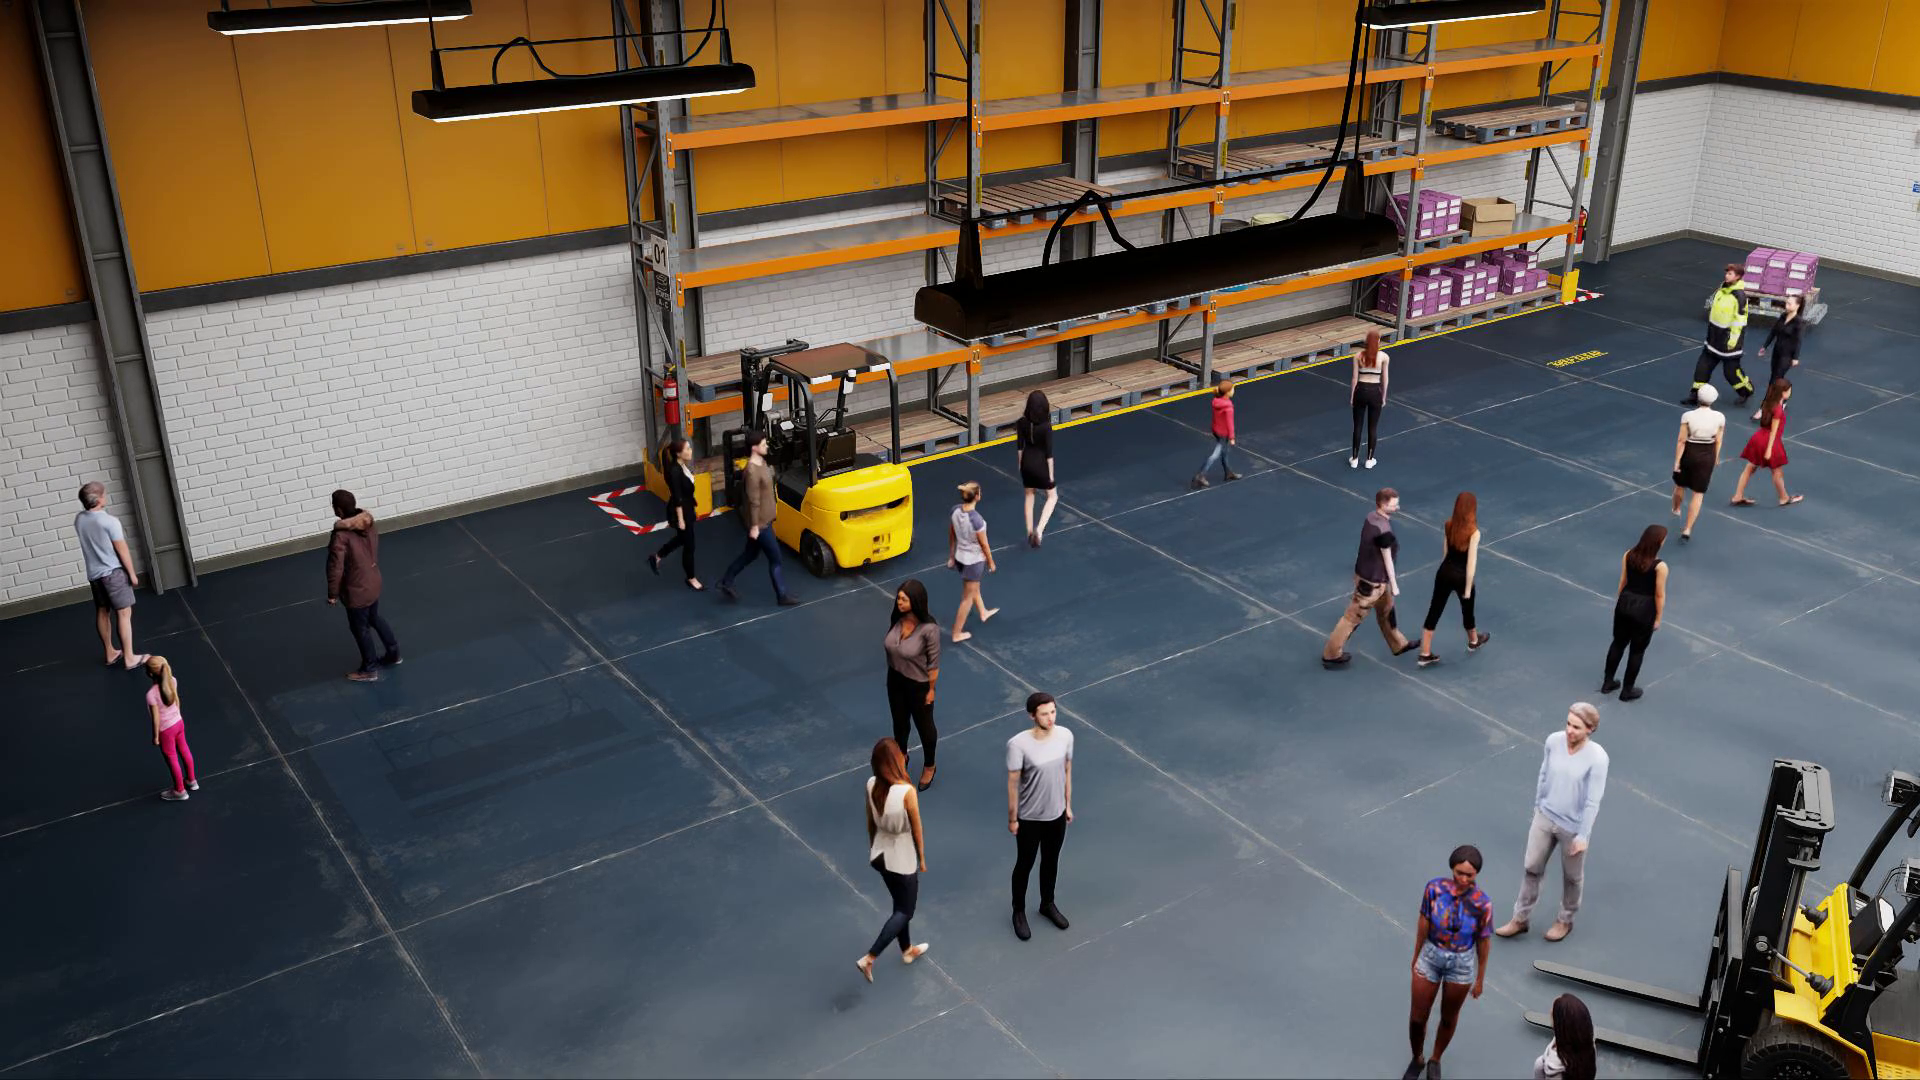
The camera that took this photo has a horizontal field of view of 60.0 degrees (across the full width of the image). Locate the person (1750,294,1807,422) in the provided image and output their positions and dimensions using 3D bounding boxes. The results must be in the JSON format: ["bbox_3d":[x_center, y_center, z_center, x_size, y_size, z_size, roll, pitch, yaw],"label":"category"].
[{"bbox_3d":[10.842,-2.397,21.830,0.955,1.687,0.792,-6,24,-13],"label":"person"}]

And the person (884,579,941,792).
[{"bbox_3d":[-0.383,1.158,13.504,0.716,1.841,0.699,17,29,34],"label":"person"}]

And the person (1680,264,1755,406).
[{"bbox_3d":[10.312,-2.707,22.217,1.362,1.944,1.088,-6,24,-12],"label":"person"}]

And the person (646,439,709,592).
[{"bbox_3d":[-2.915,-0.247,16.964,0.985,1.644,0.869,0,24,-1],"label":"person"}]

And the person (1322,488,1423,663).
[{"bbox_3d":[3.719,0.370,15.374,1.287,1.788,1.146,0,24,-1],"label":"person"}]

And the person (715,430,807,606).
[{"bbox_3d":[-2.079,-0.193,16.575,1.247,1.857,1.079,0,24,-1],"label":"person"}]

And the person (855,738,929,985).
[{"bbox_3d":[-0.492,2.203,11.216,0.776,1.759,1.002,19,30,37],"label":"person"}]

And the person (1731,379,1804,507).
[{"bbox_3d":[9.162,-1.089,19.049,1.054,1.517,0.931,1,24,3],"label":"person"}]

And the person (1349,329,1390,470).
[{"bbox_3d":[4.959,-1.721,20.217,0.669,1.740,0.714,6,24,13],"label":"person"}]

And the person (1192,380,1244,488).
[{"bbox_3d":[3.030,-1.236,19.672,0.980,1.288,0.726,-6,24,-14],"label":"person"}]

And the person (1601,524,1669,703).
[{"bbox_3d":[6.043,0.645,14.871,0.540,1.686,0.588,-17,29,-34],"label":"person"}]

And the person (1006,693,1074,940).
[{"bbox_3d":[0.563,1.914,11.746,0.550,1.864,0.761,-10,26,-22],"label":"person"}]

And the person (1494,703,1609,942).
[{"bbox_3d":[4.260,1.953,11.628,0.816,1.887,0.674,-17,29,-34],"label":"person"}]

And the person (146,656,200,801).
[{"bbox_3d":[-6.393,1.496,13.443,0.647,1.271,0.585,5,24,11],"label":"person"}]

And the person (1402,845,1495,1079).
[{"bbox_3d":[3.034,2.605,10.327,0.722,1.735,0.756,10,25,21],"label":"person"}]

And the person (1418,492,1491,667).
[{"bbox_3d":[4.524,0.396,15.441,1.090,1.686,0.585,-15,28,-31],"label":"person"}]

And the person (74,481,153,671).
[{"bbox_3d":[-7.917,0.330,15.414,0.738,1.829,0.773,7,25,15],"label":"person"}]

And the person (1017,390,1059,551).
[{"bbox_3d":[0.775,-0.703,17.817,0.723,1.797,0.723,15,28,30],"label":"person"}]

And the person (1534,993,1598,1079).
[{"bbox_3d":[3.300,3.187,9.126,0.489,1.630,0.686,-20,31,-39],"label":"person"}]

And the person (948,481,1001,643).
[{"bbox_3d":[0.036,0.237,15.925,0.906,1.590,0.578,-16,28,-32],"label":"person"}]

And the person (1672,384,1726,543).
[{"bbox_3d":[8.043,-0.797,18.143,1.014,1.709,1.175,8,25,18],"label":"person"}]

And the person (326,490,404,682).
[{"bbox_3d":[-5.469,0.407,15.222,0.949,1.842,0.885,3,24,6],"label":"person"}]
